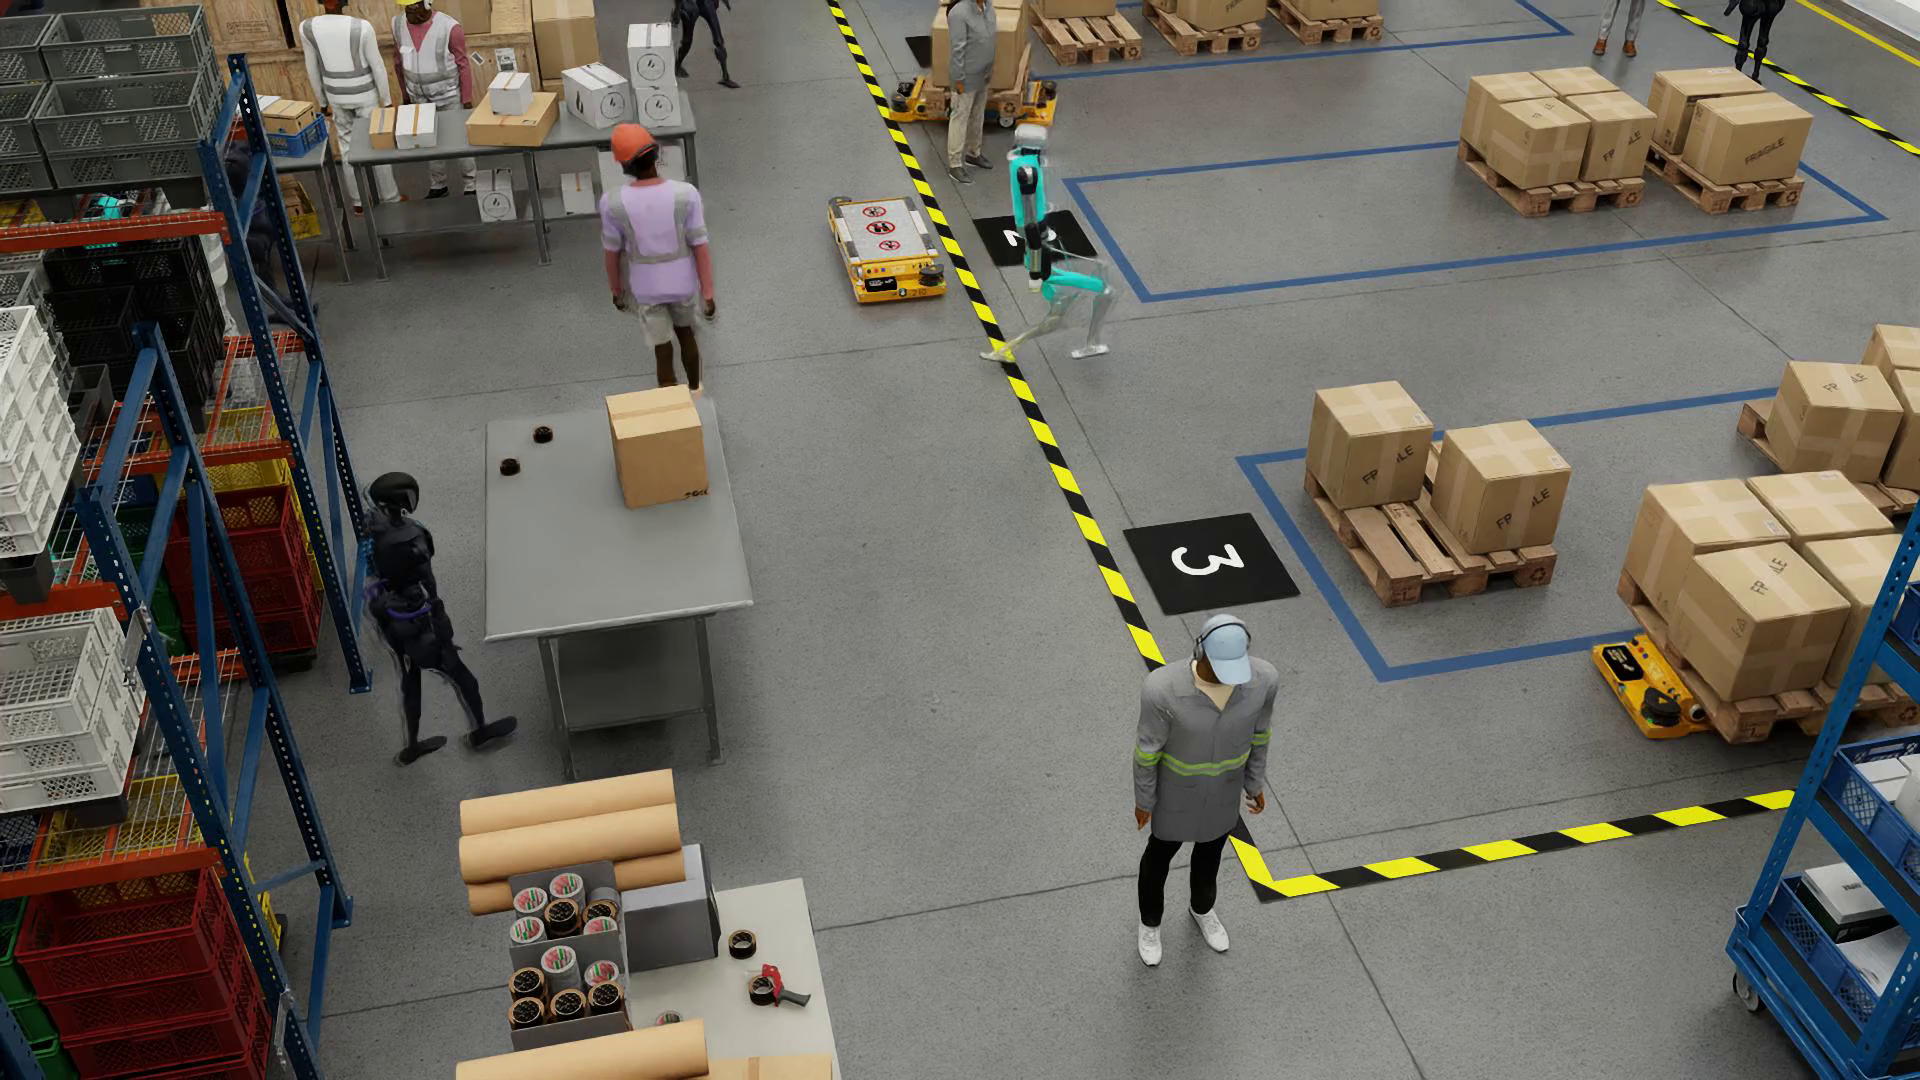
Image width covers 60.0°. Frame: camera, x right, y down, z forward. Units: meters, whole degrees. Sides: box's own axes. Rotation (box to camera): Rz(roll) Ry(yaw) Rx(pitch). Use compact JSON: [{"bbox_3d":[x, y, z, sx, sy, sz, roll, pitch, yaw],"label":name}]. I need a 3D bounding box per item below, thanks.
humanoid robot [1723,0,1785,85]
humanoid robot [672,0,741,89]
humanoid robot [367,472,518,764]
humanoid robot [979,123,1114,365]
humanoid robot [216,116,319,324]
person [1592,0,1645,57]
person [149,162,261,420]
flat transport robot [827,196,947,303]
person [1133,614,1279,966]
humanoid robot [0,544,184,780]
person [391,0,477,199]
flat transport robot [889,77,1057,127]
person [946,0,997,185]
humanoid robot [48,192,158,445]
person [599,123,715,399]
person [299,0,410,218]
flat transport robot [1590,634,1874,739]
[{"bbox_3d":[7.205,-4.902,14.951,0.599,1.655,0.315,-13,39,-17],"label":"humanoid robot"},{"bbox_3d":[-2.386,-4.932,15.052,0.782,1.627,0.611,31,46,34],"label":"humanoid robot"},{"bbox_3d":[-2.547,0.348,7.920,0.626,1.637,0.611,-30,46,-34],"label":"humanoid robot"},{"bbox_3d":[0.669,-1.862,10.873,1.064,1.761,0.550,-2,37,-2],"label":"humanoid robot"},{"bbox_3d":[-4.734,-2.154,11.272,0.524,1.641,0.607,-1,37,-1],"label":"humanoid robot"},{"bbox_3d":[6.354,-5.471,15.554,0.589,1.882,0.380,8,37,10],"label":"person"},{"bbox_3d":[-4.766,-1.648,10.363,0.402,1.945,0.614,-16,39,-20],"label":"person"},{"bbox_3d":[-0.570,-2.220,12.538,0.659,0.231,1.431,-8,37,-10],"label":"flat transport robot"},{"bbox_3d":[0.994,1.030,6.847,0.587,1.848,0.396,-7,37,-10],"label":"person"},{"bbox_3d":[-3.956,0.413,7.710,0.713,1.730,0.528,-9,38,-12],"label":"humanoid robot"},{"bbox_3d":[-4.075,-3.465,12.899,0.599,1.830,0.404,6,37,9],"label":"person"},{"bbox_3d":[0.125,-3.917,14.795,1.431,0.197,0.652,4,37,5],"label":"flat transport robot"},{"bbox_3d":[0.093,-3.774,13.366,0.398,1.769,0.571,20,41,24],"label":"person"},{"bbox_3d":[-5.083,-1.312,10.004,0.531,1.692,0.728,-5,37,-6],"label":"humanoid robot"},{"bbox_3d":[-1.833,-1.550,10.189,0.621,1.995,0.694,-9,38,-12],"label":"person"},{"bbox_3d":[-4.642,-3.379,12.741,0.583,1.882,0.337,0,37,0],"label":"person"},{"bbox_3d":[4.104,0.675,8.623,1.431,0.197,0.652,-5,37,-7],"label":"flat transport robot"}]
